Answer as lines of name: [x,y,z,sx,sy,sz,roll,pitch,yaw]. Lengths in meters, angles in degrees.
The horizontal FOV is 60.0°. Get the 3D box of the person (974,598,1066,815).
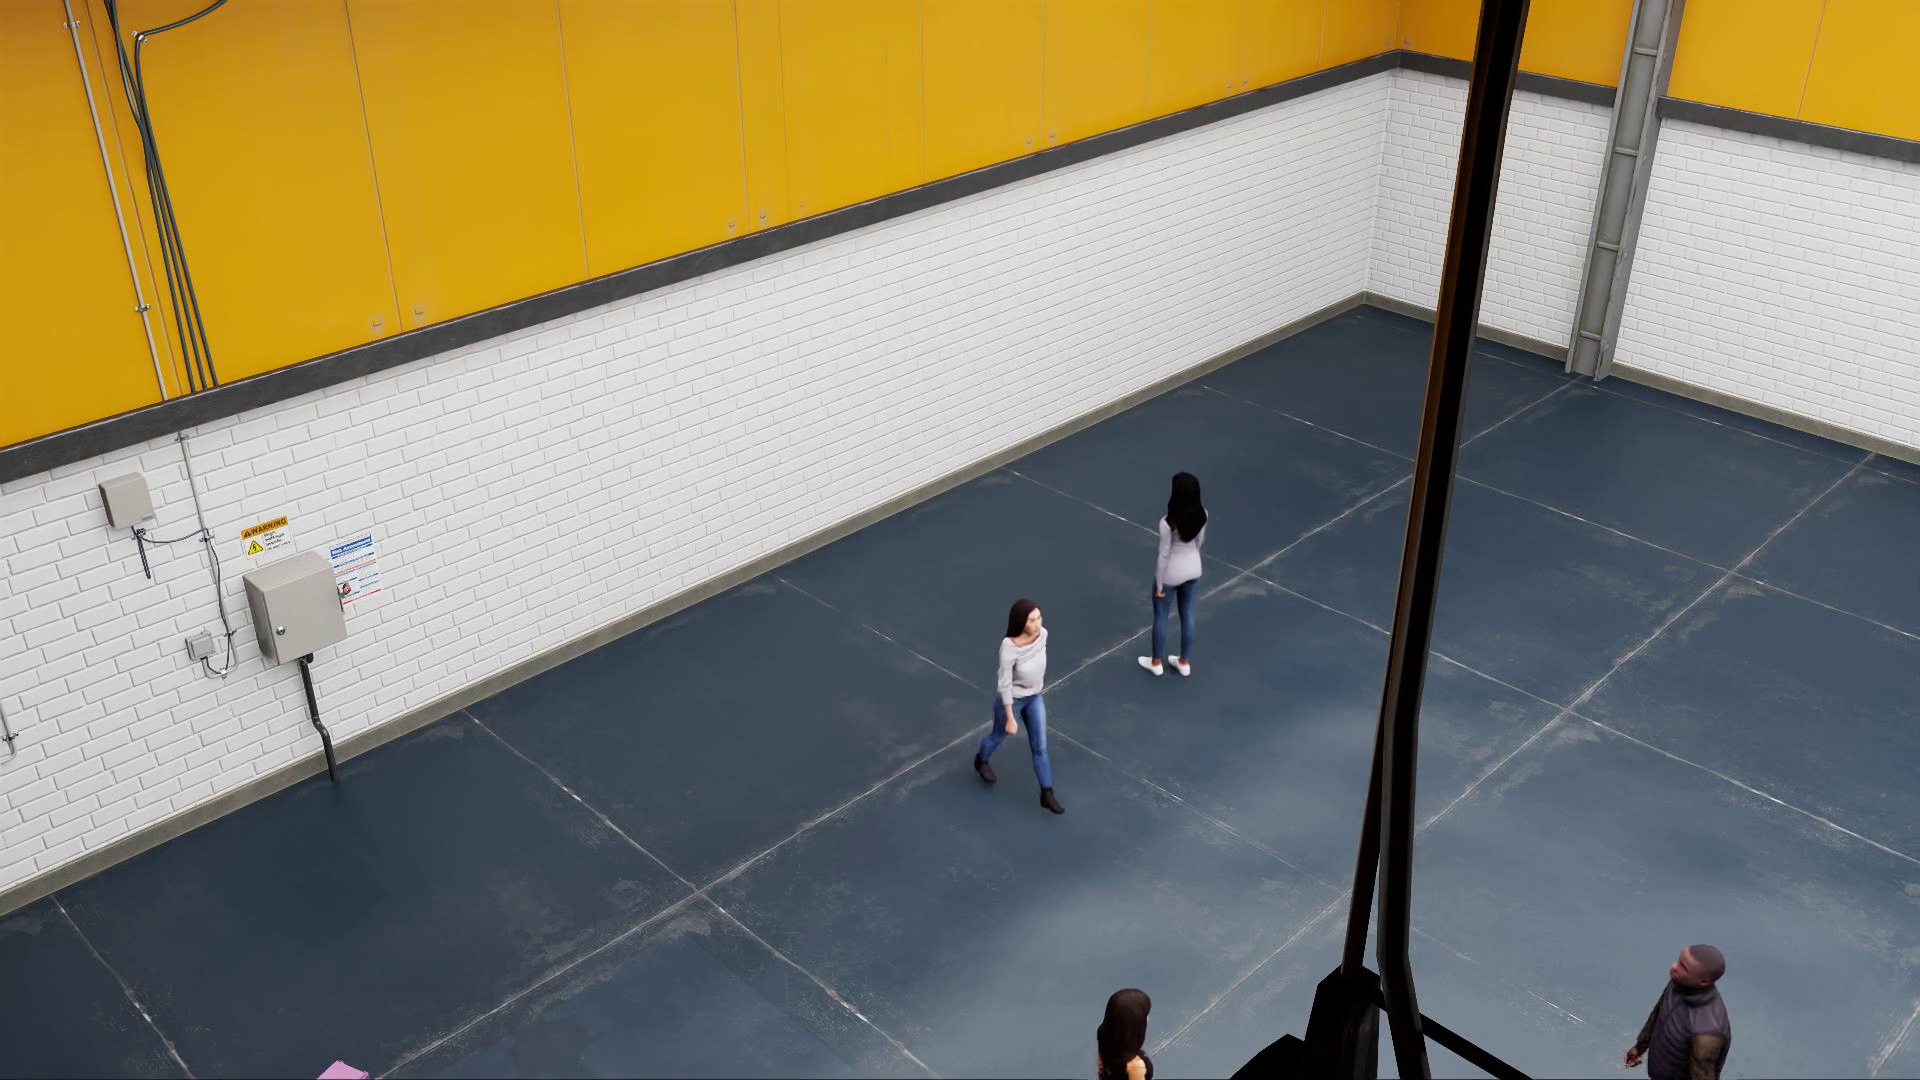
person: [0.337,1.090,11.391,0.669,1.591,1.054,-23,36,-35]

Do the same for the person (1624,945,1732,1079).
person: [3.599,2.719,8.161,0.841,1.825,0.830,8,30,14]

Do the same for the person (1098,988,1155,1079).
person: [0.735,2.847,8.119,0.803,1.640,0.851,-13,31,-23]

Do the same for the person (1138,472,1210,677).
person: [1.724,0.290,12.714,0.703,1.729,0.715,-14,32,-24]
